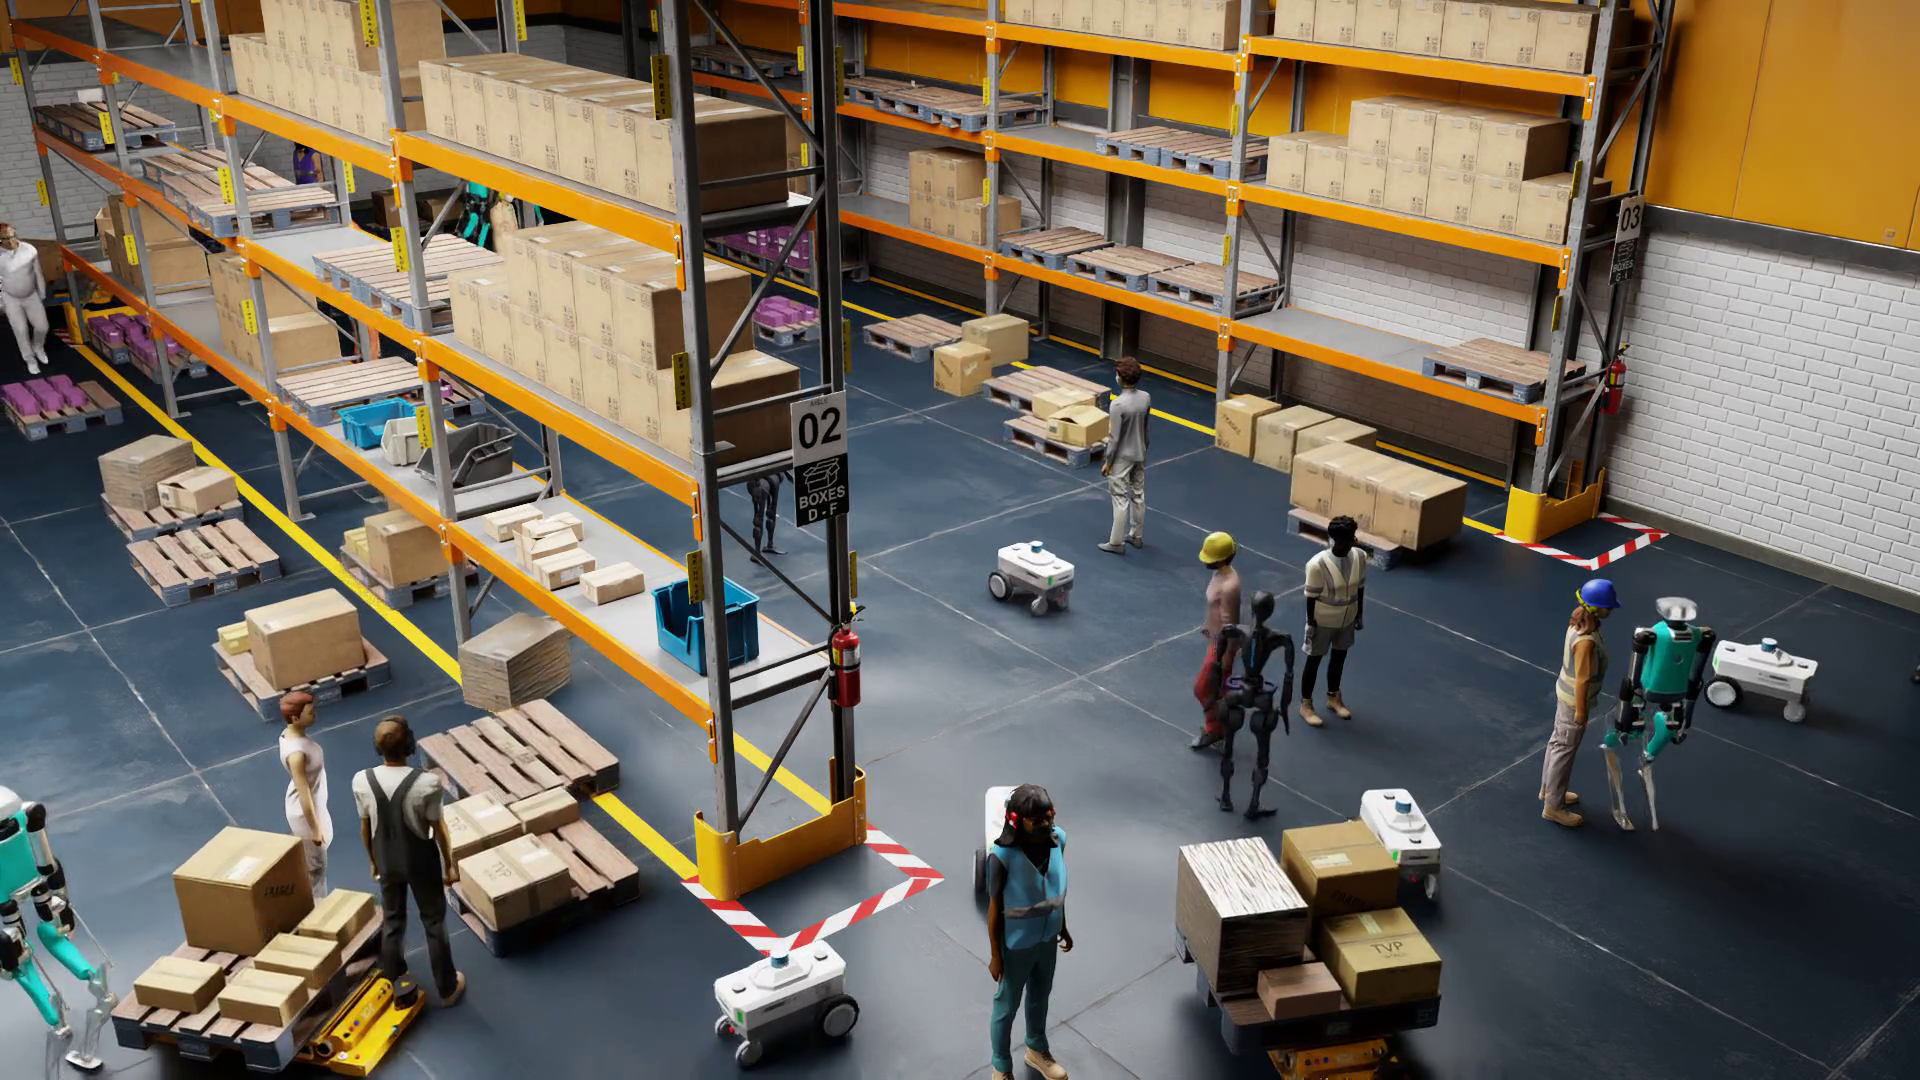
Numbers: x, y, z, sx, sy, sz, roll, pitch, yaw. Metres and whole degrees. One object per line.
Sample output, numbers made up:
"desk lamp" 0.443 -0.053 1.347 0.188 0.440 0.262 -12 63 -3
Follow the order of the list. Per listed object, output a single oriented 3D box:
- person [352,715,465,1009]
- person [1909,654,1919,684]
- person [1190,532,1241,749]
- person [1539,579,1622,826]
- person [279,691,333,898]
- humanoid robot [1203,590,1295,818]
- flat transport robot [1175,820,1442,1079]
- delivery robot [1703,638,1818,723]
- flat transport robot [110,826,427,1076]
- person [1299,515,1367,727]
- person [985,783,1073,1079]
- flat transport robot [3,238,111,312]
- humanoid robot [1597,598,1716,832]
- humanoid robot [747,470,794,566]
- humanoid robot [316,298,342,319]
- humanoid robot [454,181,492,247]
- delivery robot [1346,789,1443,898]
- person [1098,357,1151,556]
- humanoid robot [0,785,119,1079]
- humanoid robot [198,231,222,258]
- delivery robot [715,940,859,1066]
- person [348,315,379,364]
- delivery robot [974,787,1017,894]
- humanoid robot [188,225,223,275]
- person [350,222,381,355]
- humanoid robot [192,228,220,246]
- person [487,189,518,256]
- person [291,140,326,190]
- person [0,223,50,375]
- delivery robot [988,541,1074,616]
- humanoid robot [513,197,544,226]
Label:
"person" -3.116 1.834 9.430 0.502 1.836 0.358 0 23 1
"person" 7.818 0.263 12.949 0.548 1.927 0.390 13 27 28
"person" 1.849 0.730 12.085 0.406 1.746 0.615 3 23 6
"person" 4.194 1.074 11.252 0.317 1.777 0.479 6 24 14
"person" -3.916 1.664 10.035 0.269 1.656 0.461 -9 25 -21
"humanoid robot" 1.956 1.102 11.331 0.601 1.642 0.333 7 24 15
"flat transport robot" 1.959 2.655 9.495 0.659 0.231 1.431 -5 24 -11
"delivery robot" 6.176 1.048 12.875 0.788 0.610 0.499 14 27 30
"flat transport robot" -3.856 2.665 9.472 1.431 0.231 0.659 5 24 12
"person" 2.797 0.590 12.478 0.533 1.693 0.320 -10 25 -22
"person" 0.355 2.104 8.757 0.526 1.866 0.389 -17 29 -34
"flat transport robot" -12.888 -3.463 23.663 1.431 0.231 0.659 -10 25 -22
"humanoid robot" 4.573 1.156 11.161 0.542 1.834 0.658 -2 23 -4
"humanoid robot" -1.761 -0.607 15.256 0.315 1.657 0.599 11 26 25
"humanoid robot" -8.712 -3.733 22.519 1.006 1.766 0.532 7 24 15
"humanoid robot" -7.297 -4.762 24.975 0.540 1.905 0.716 8 25 18
"delivery robot" 2.850 1.935 10.825 0.499 0.614 0.804 -2 23 -4
"person" 1.553 -0.776 15.383 0.529 1.896 0.395 -18 29 -36
"humanoid robot" -4.800 2.172 8.817 0.678 1.844 0.542 10 25 22
"humanoid robot" -10.421 -4.030 23.210 0.359 1.646 0.611 2 23 6
"delivery robot" -0.997 2.550 9.355 0.769 0.577 0.499 -15 27 -30
"person" -7.152 -2.689 19.994 0.501 1.758 0.344 12 26 25
"delivery robot" 0.338 1.913 10.818 0.499 0.568 0.750 0 23 0
"humanoid robot" -10.341 -3.937 22.992 0.590 1.638 0.412 -15 27 -30
"person" -7.759 -3.249 21.353 0.910 1.699 0.564 17 29 34
"humanoid robot" -11.705 -5.022 25.568 0.600 1.620 0.798 6 24 14
"person" -6.245 -3.992 22.877 0.390 1.869 0.562 4 24 8
"person" -10.390 -5.637 26.621 0.548 1.920 0.429 10 25 22
"person" -11.587 -2.983 20.525 0.643 1.880 0.458 -22 31 -40
"delivery robot" 0.654 0.286 14.590 0.499 0.570 0.742 -19 30 -37
"humanoid robot" -6.902 -5.508 26.619 0.538 1.839 0.710 -5 24 -11
